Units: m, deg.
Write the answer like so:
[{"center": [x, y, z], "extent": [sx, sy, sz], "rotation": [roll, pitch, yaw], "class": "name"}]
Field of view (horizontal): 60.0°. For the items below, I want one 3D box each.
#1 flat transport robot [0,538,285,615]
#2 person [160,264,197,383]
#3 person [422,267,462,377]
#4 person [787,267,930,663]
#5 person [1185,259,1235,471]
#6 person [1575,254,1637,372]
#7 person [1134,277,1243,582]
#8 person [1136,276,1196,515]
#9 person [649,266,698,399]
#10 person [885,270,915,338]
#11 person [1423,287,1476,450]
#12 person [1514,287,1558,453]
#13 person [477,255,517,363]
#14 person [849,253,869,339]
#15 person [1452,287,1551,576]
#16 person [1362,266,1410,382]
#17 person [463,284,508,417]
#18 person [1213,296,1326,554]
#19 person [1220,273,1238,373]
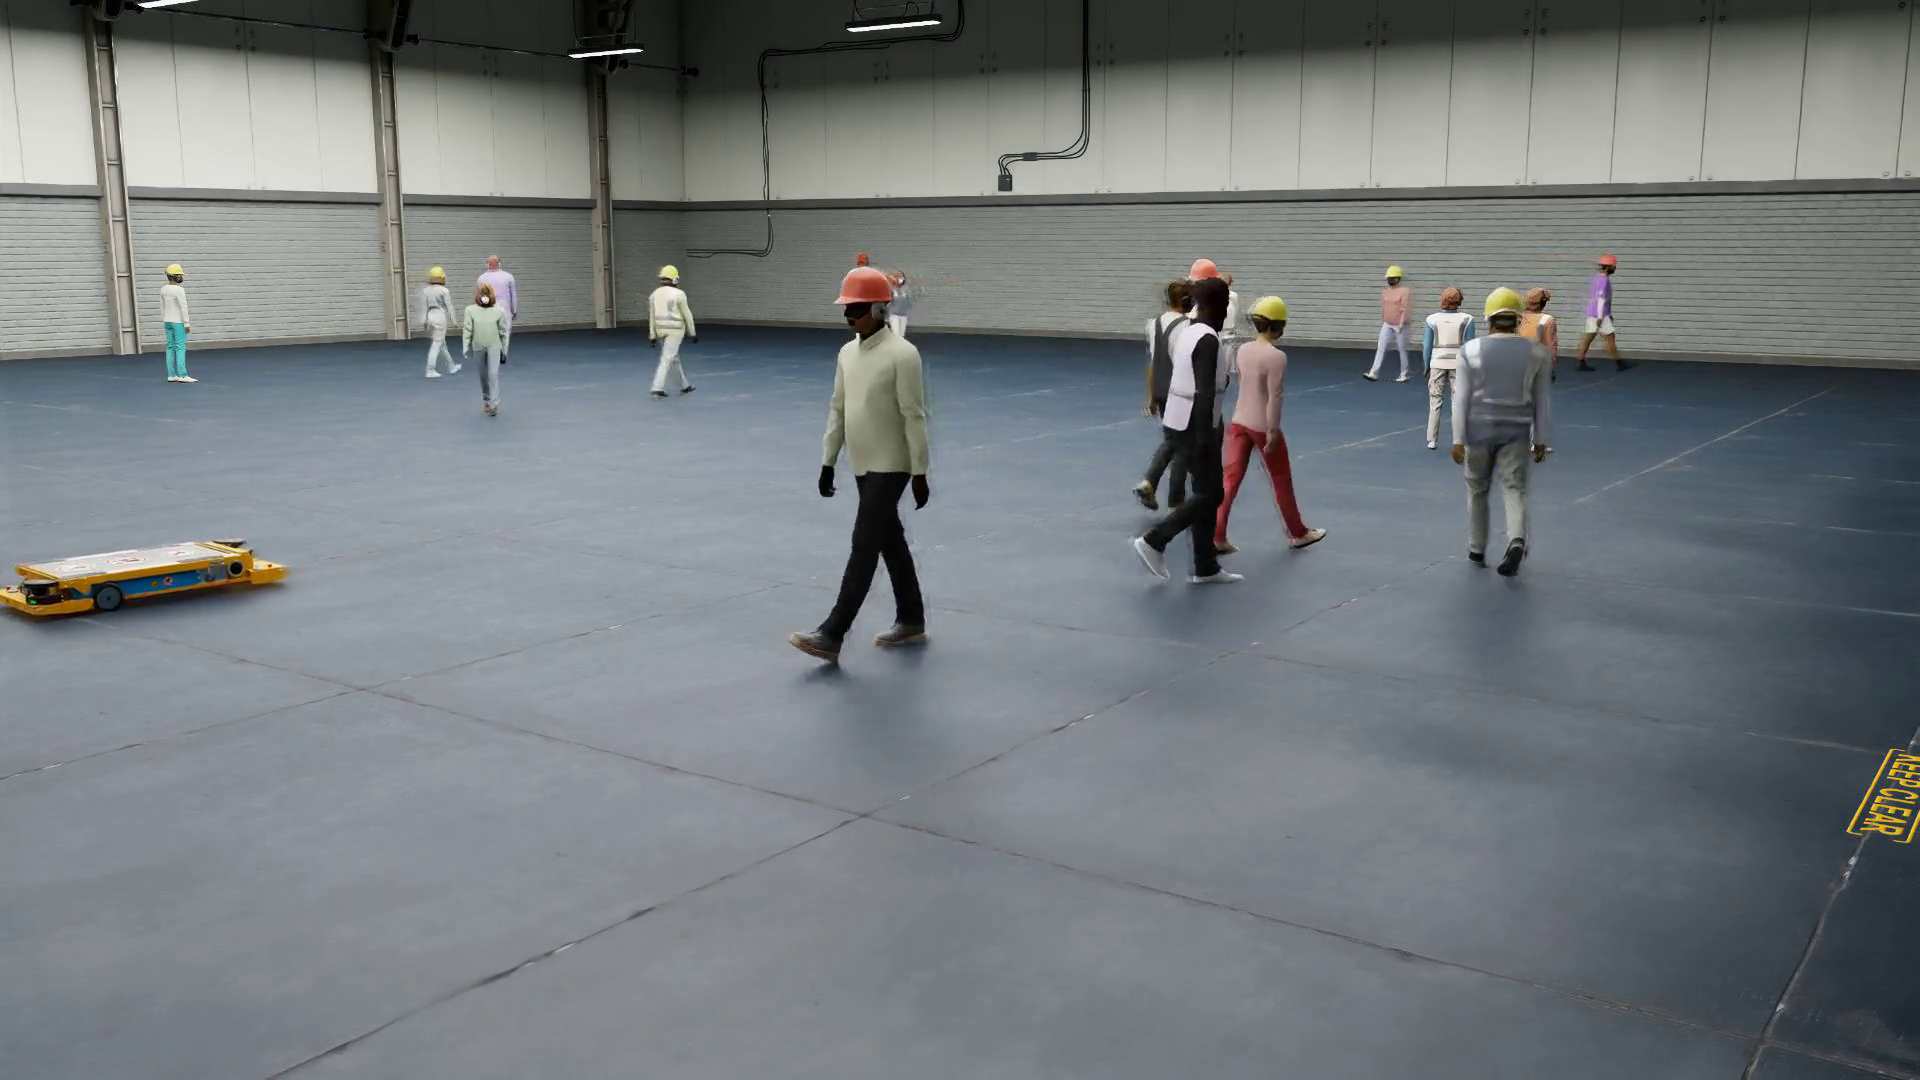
[{"center": [-4.831, 0.201, 9.819], "extent": [0.652, 0.197, 1.431], "rotation": [9, 13, 41], "class": "flat transport robot"}, {"center": [-11.718, -3.238, 24.902], "extent": [0.532, 1.765, 0.323], "rotation": [6, 12, 30], "class": "person"}, {"center": [-8.134, -3.418, 26.102], "extent": [0.496, 1.695, 0.918], "rotation": [5, 11, 26], "class": "person"}, {"center": [-0.521, -0.371, 8.316], "extent": [0.989, 1.946, 0.651], "rotation": [-7, 12, -34], "class": "person"}, {"center": [2.198, -1.560, 15.021], "extent": [0.550, 1.933, 0.374], "rotation": [9, 14, 42], "class": "person"}, {"center": [10.481, -3.664, 26.925], "extent": [0.966, 1.885, 0.571], "rotation": [2, 10, 9], "class": "person"}, {"center": [1.411, -0.656, 10.138], "extent": [0.602, 1.880, 0.642], "rotation": [-1, 10, -3], "class": "person"}, {"center": [1.620, -1.067, 12.559], "extent": [0.456, 1.827, 0.533], "rotation": [-7, 12, -36], "class": "person"}, {"center": [-3.879, -2.792, 22.384], "extent": [0.596, 1.781, 0.966], "rotation": [7, 13, 36], "class": "person"}, {"center": [-1.051, -3.832, 28.628], "extent": [0.503, 1.617, 0.368], "rotation": [-7, 12, -34], "class": "person"}, {"center": [4.909, -1.715, 16.715], "extent": [0.513, 1.641, 0.309], "rotation": [5, 11, 24], "class": "person"}, {"center": [5.704, -1.688, 16.565], "extent": [0.309, 1.641, 0.515], "rotation": [-8, 13, -37], "class": "person"}, {"center": [-7.963, -3.956, 28.619], "extent": [0.624, 1.875, 0.808], "rotation": [-1, 10, -5], "class": "person"}, {"center": [-1.835, -4.501, 31.639], "extent": [0.574, 1.884, 0.357], "rotation": [-3, 10, -14], "class": "person"}, {"center": [3.394, -0.674, 10.431], "extent": [0.600, 1.809, 0.798], "rotation": [1, 10, 8], "class": "person"}, {"center": [6.425, -3.201, 24.813], "extent": [0.882, 1.727, 0.528], "rotation": [-9, 13, -40], "class": "person"}, {"center": [-5.760, -2.320, 20.250], "extent": [0.509, 1.592, 0.859], "rotation": [-1, 10, -6], "class": "person"}, {"center": [2.049, -0.761, 11.160], "extent": [0.897, 1.721, 0.534], "rotation": [-6, 12, -30], "class": "person"}, {"center": [4.150, -3.420, 26.354], "extent": [0.510, 1.604, 0.830], "rotation": [6, 12, 29], "class": "person"}]
